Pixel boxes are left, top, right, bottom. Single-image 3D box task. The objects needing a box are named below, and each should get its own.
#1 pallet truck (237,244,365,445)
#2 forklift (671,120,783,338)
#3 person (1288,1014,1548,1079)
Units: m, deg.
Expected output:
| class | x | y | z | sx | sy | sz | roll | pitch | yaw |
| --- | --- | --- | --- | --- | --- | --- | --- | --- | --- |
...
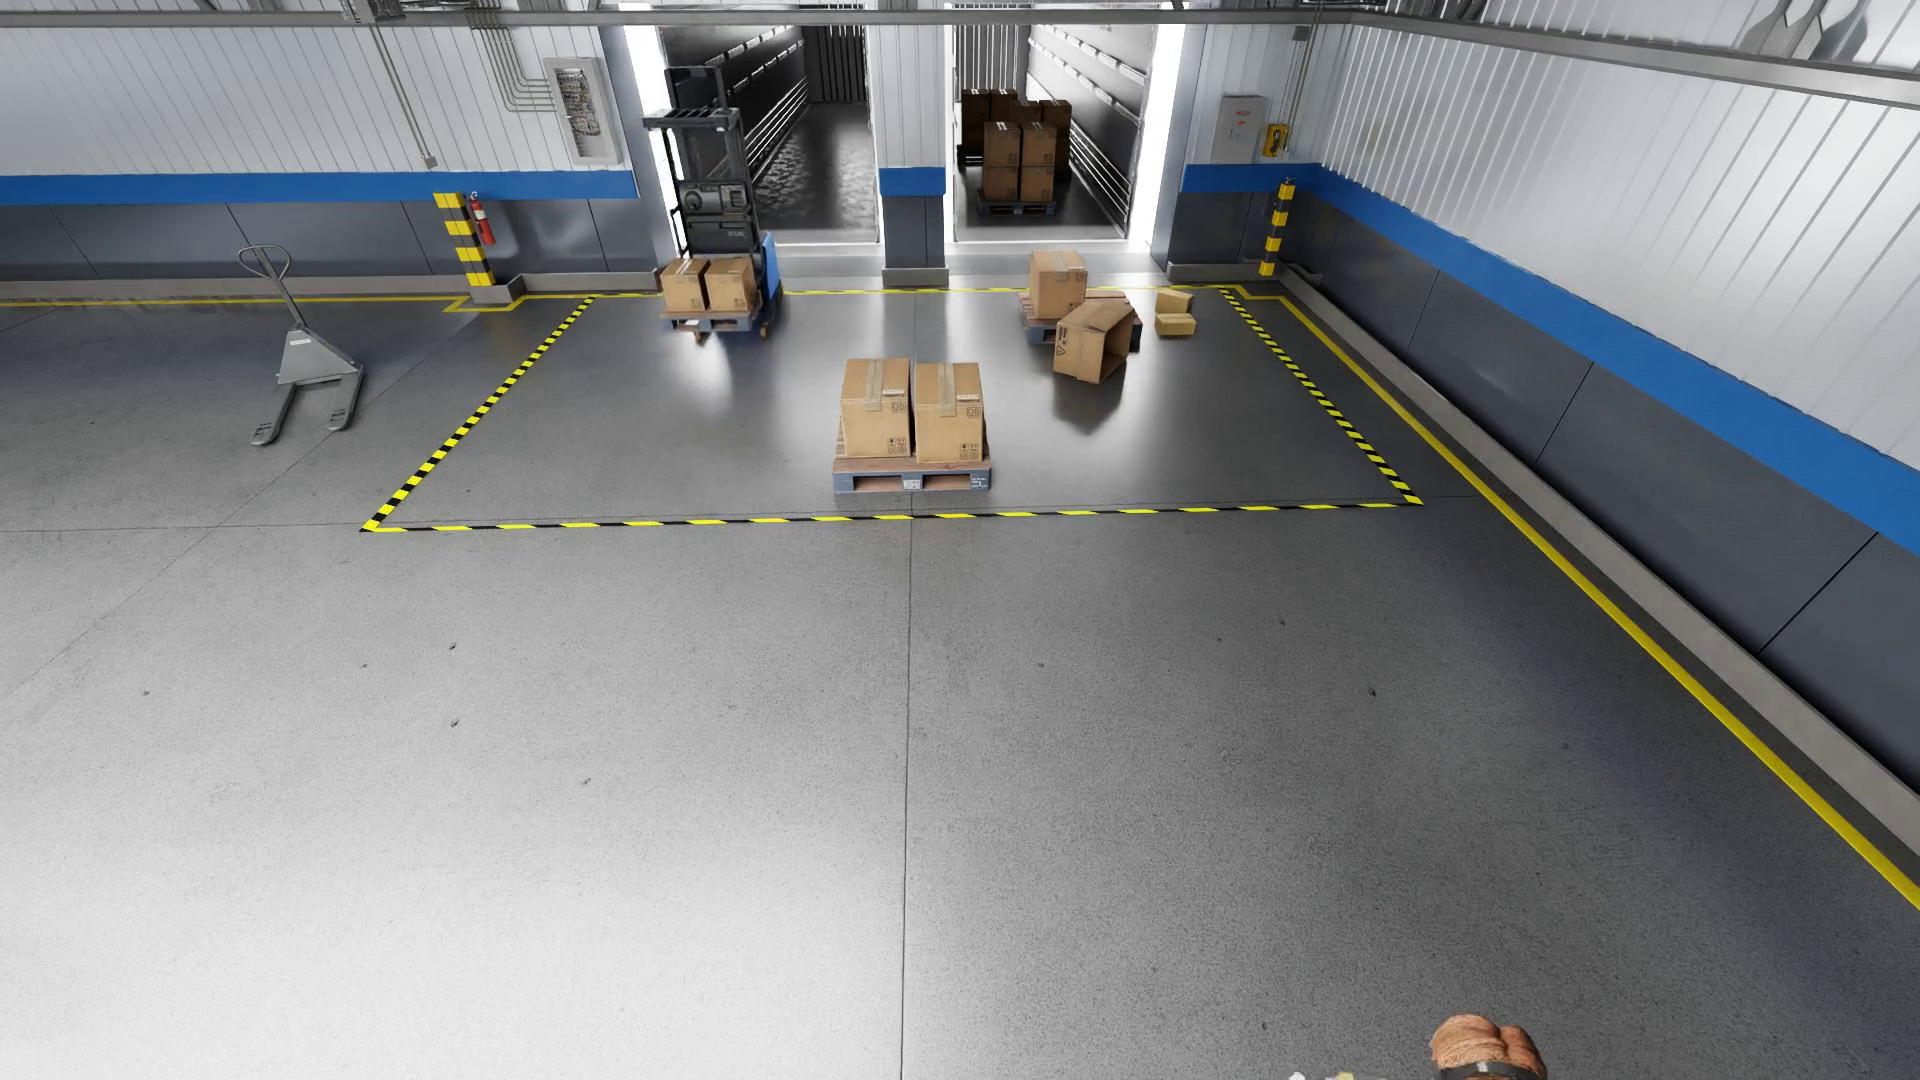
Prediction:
| class | x | y | z | sx | sy | sz | roll | pitch | yaw |
| --- | --- | --- | --- | --- | --- | --- | --- | --- | --- |
| pallet truck | -5.915 | -1.733 | 6.366 | 0.680 | 1.201 | 1.601 | -18 | 42 | -21 |
| forklift | -2.479 | -3.460 | 7.899 | 0.716 | 2.013 | 0.776 | -1 | 38 | -2 |
| person | 1.037 | 1.603 | 1.871 | 0.532 | 1.583 | 0.873 | 11 | 40 | 13 |
